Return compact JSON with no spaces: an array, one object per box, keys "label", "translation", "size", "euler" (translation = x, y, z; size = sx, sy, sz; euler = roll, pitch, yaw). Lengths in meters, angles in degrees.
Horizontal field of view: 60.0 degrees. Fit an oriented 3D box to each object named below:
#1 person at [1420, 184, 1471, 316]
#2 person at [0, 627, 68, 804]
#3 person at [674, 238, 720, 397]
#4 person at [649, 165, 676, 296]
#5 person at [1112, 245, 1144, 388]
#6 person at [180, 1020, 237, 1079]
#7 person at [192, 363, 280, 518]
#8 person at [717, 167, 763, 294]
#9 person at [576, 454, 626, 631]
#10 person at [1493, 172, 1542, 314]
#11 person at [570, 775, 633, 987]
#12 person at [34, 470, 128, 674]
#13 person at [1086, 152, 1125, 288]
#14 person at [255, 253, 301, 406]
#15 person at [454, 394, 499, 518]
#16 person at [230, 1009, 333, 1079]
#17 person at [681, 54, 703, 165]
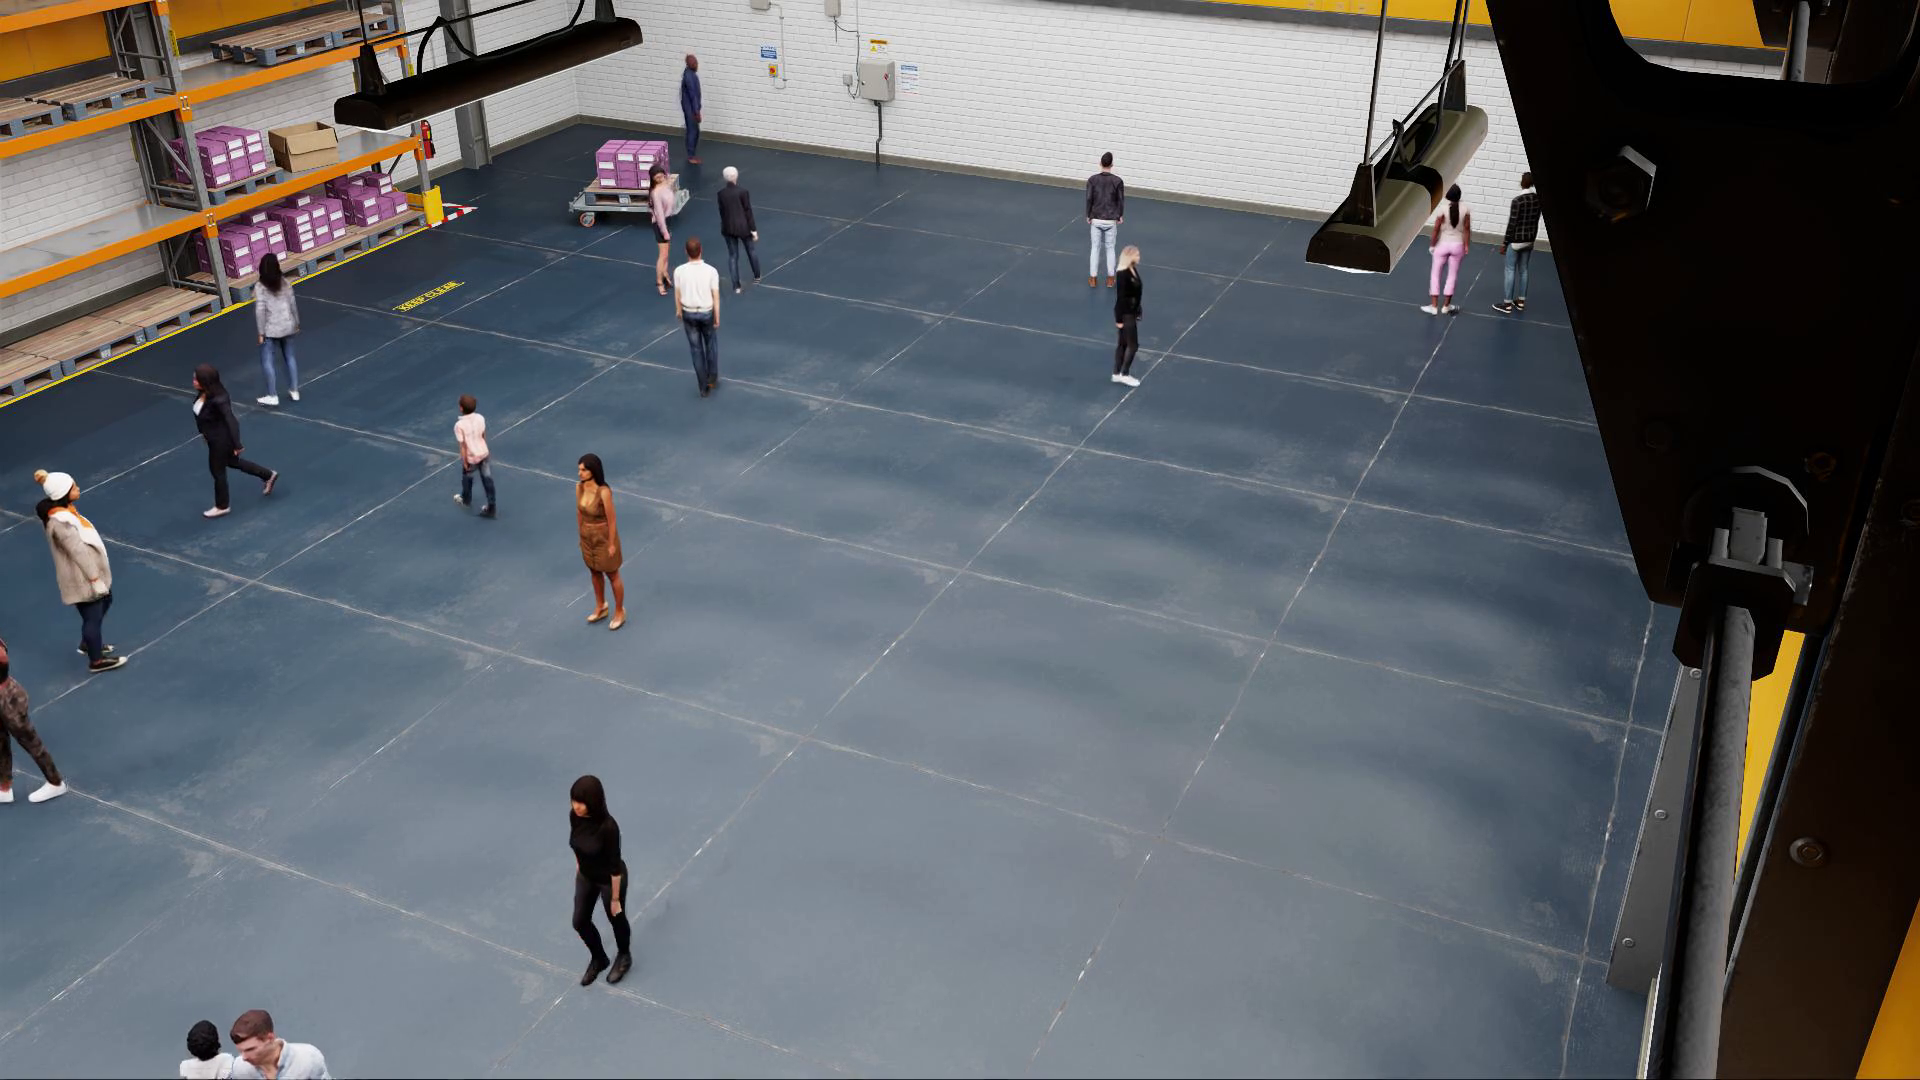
[{"label":"person","translation":[6.308,-3.744,21.390],"size":[0.734,1.725,0.701],"euler":[10,30,18]},{"label":"person","translation":[-6.985,1.224,12.327],"size":[0.950,1.682,0.835],"euler":[-17,33,-28]},{"label":"person","translation":[-2.999,-2.520,19.029],"size":[0.848,1.837,0.903],"euler":[-4,29,-7]},{"label":"person","translation":[-3.960,-4.159,22.091],"size":[0.803,1.782,0.627],"euler":[-3,29,-6]},{"label":"person","translation":[1.855,-2.615,19.370],"size":[0.725,1.678,0.557],"euler":[10,30,17]},{"label":"person","translation":[-4.078,3.217,9.149],"size":[0.829,1.226,0.898],"euler":[-9,30,-16]},{"label":"person","translation":[-7.266,-1.038,16.574],"size":[1.154,1.586,0.918],"euler":[-22,36,-35]},{"label":"person","translation":[-2.974,-4.087,22.289],"size":[0.942,1.744,1.099],"euler":[8,30,14]},{"label":"person","translation":[-3.153,0.005,14.554],"size":[0.587,1.689,0.552],"euler":[17,33,29]},{"label":"person","translation":[7.235,-3.849,21.485],"size":[0.718,1.818,0.792],"euler":[-11,31,-20]},{"label":"person","translation":[-2.255,2.136,10.707],"size":[0.612,1.632,0.593],"euler":[14,32,24]},{"label":"person","translation":[-7.436,0.273,13.862],"size":[0.837,1.882,0.817],"euler":[-18,34,-30]},{"label":"person","translation":[1.932,-4.288,22.270],"size":[0.719,1.837,0.659],"euler":[3,29,6]},{"label":"person","translation":[-7.761,-2.382,18.921],"size":[0.935,1.698,0.652],"euler":[15,32,25]},{"label":"person","translation":[-4.764,-0.816,16.478],"size":[0.785,1.288,0.730],"euler":[-24,37,-37]},{"label":"person","translation":[-3.442,3.087,8.765],"size":[0.866,1.824,0.944],"euler":[-3,29,-5]},{"label":"person","translation":[-4.488,-7.202,27.658],"size":[0.951,1.794,0.801],"euler":[-11,30,-19]}]
